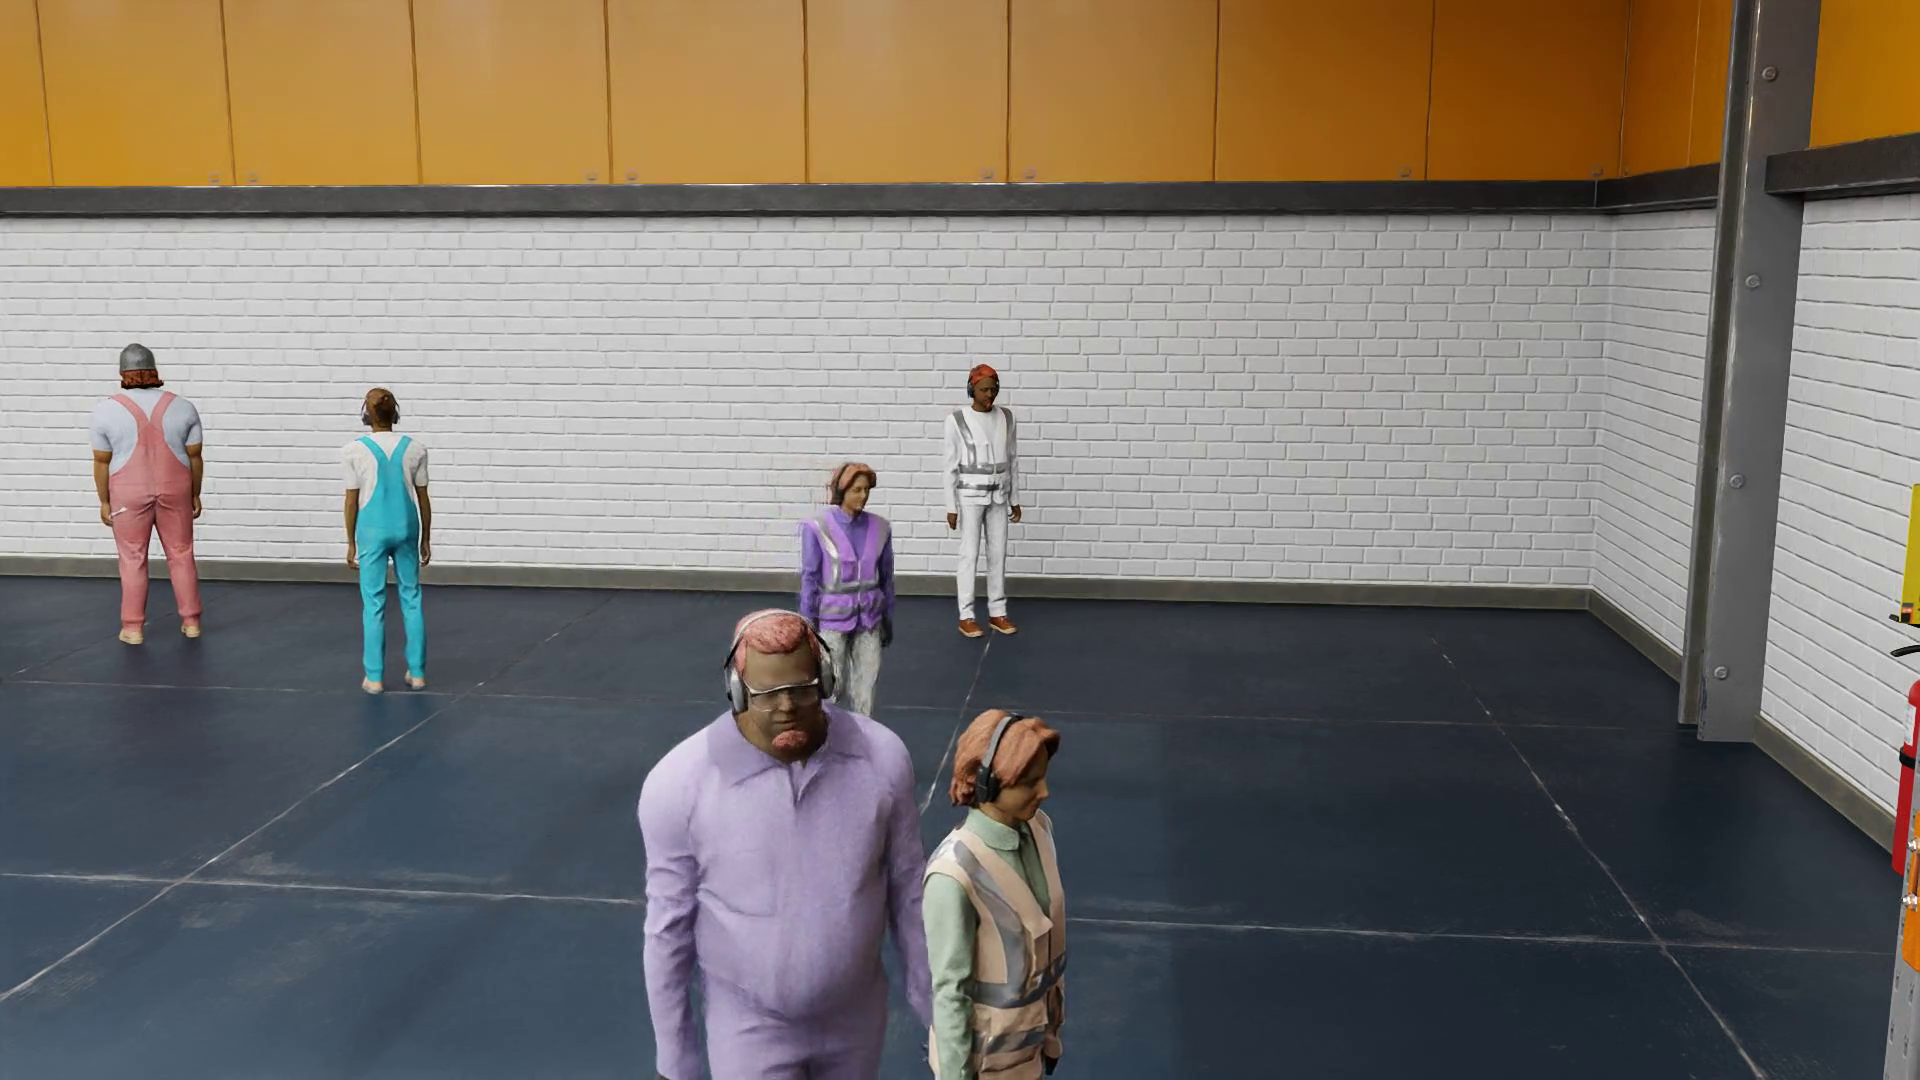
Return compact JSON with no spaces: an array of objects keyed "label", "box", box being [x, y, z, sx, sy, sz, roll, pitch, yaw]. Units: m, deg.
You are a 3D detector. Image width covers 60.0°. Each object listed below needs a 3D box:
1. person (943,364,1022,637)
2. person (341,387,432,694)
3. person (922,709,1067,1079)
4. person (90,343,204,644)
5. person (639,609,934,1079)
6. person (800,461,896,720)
[{"label":"person","box":[0.155,-0.268,11.426,0.585,1.879,0.367,-6,12,-31]},{"label":"person","box":[-3.430,0.003,10.006,0.500,1.837,0.361,-6,12,-31]},{"label":"person","box":[0.081,1.183,3.789,0.305,1.638,0.522,5,11,26]},{"label":"person","box":[-5.505,-0.329,11.296,0.683,2.000,0.535,-7,12,-35]},{"label":"person","box":[-0.367,1.064,3.814,0.692,1.908,0.544,-5,11,-25]},{"label":"person","box":[-0.574,0.410,8.236,0.536,1.622,0.481,-6,12,-32]}]
